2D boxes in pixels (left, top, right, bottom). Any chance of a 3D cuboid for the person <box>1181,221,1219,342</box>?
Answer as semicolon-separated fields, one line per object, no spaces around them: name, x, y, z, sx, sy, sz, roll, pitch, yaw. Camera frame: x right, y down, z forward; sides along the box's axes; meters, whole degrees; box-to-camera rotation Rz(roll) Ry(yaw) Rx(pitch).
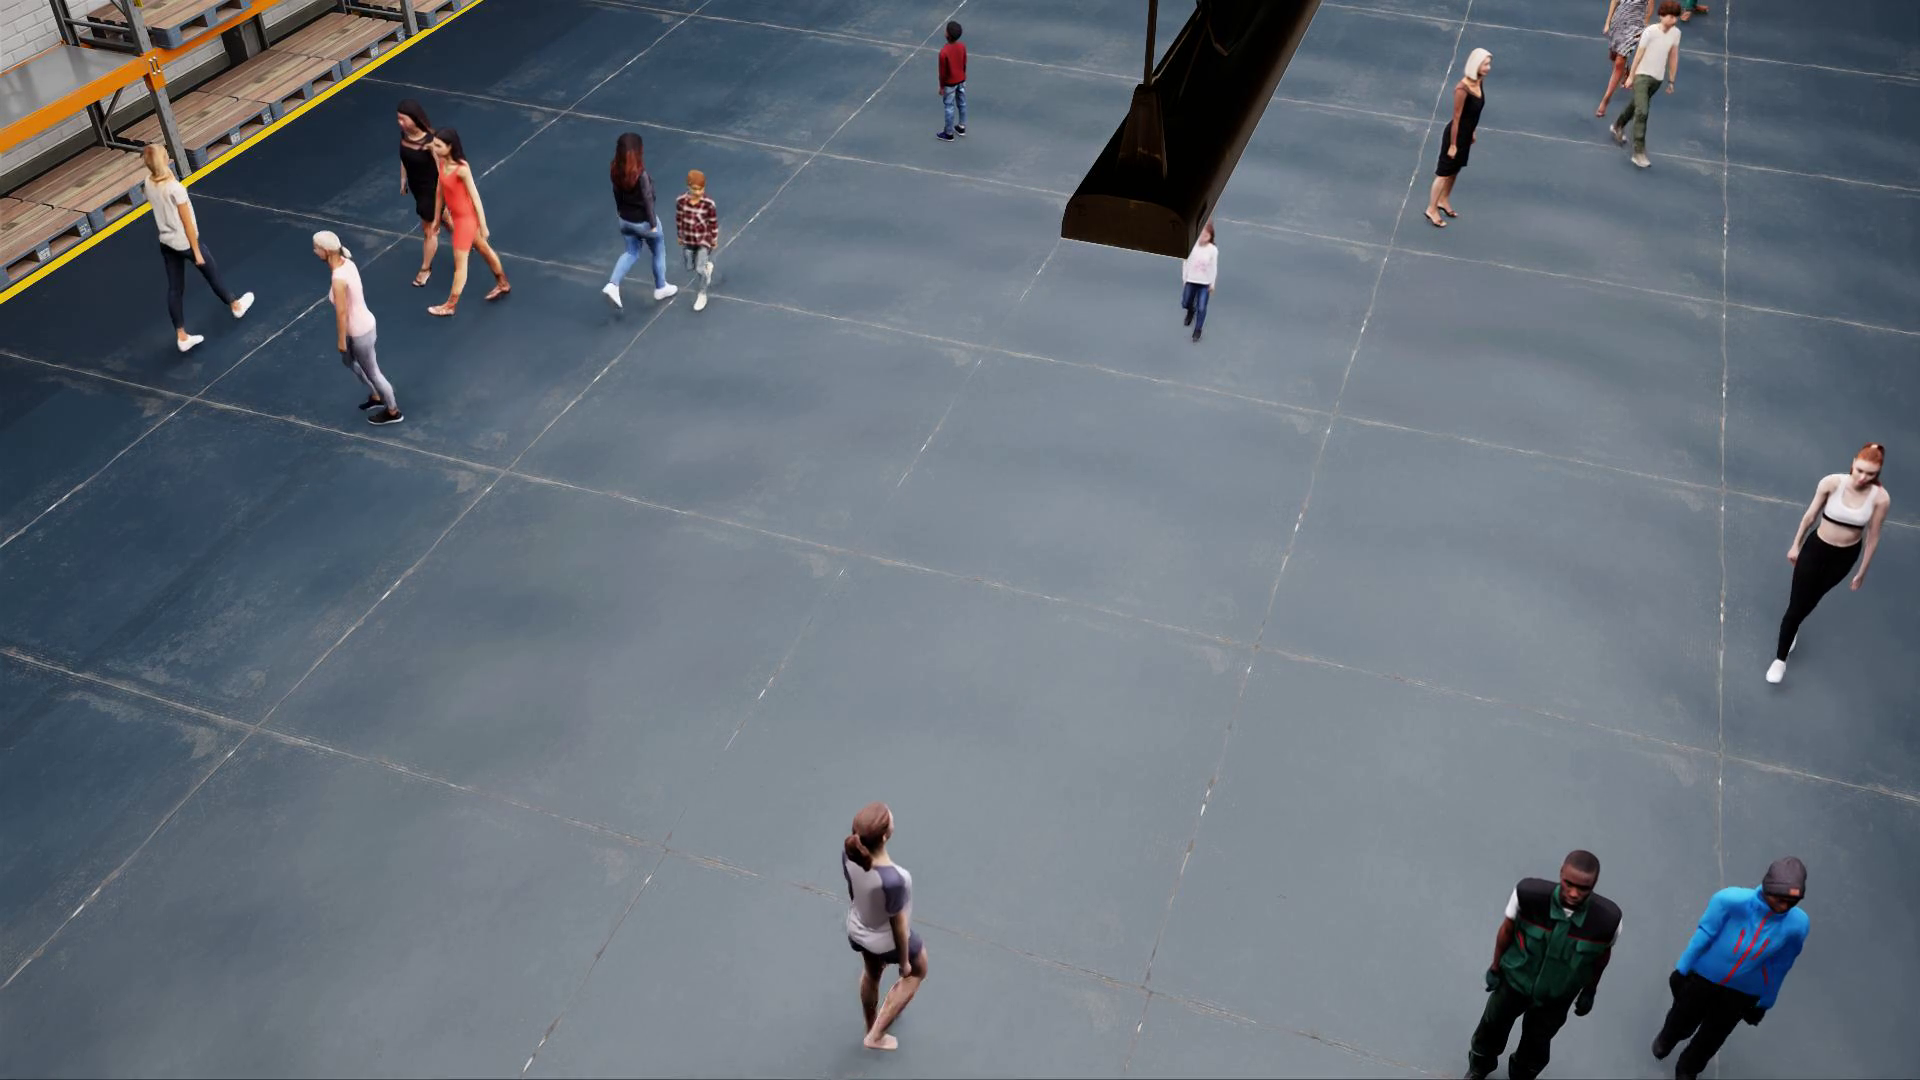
person;2.067;-2.265;14.289;0.452;1.103;0.559;11;40;13

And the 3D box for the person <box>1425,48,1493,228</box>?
person;4.709;-3.812;15.714;0.708;1.742;0.576;28;46;31

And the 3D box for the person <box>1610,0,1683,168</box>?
person;6.979;-4.721;16.960;0.969;1.607;1.212;-7;39;-8

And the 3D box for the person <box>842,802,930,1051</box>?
person;-0.457;2.026;8.395;0.693;1.753;0.743;30;47;32

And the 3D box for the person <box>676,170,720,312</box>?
person;-2.293;-2.694;14.678;0.571;1.288;0.748;11;40;13

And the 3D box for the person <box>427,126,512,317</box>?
person;-4.239;-2.818;14.521;1.148;1.678;0.918;-30;47;-32

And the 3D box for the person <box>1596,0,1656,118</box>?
person;7.139;-5.468;17.748;0.825;1.791;1.123;26;46;29

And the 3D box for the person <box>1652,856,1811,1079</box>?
person;3.816;2.113;8.263;0.647;1.782;0.718;16;41;19

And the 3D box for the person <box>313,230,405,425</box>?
person;-4.625;-1.659;13.045;0.742;1.709;0.677;-8;39;-10

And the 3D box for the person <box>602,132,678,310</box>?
person;-2.855;-2.744;14.479;0.808;1.614;1.055;24;45;27

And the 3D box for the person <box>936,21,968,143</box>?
person;-0.065;-4.795;17.336;0.541;1.255;0.638;-28;46;-30

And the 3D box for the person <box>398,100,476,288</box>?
person;-4.697;-3.159;14.952;0.884;1.673;1.101;27;46;29

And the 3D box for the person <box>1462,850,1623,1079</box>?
person;2.853;2.148;8.174;0.668;1.839;0.589;13;40;16

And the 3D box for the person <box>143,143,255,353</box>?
person;-6.577;-2.406;13.929;0.634;1.773;1.079;14;41;17

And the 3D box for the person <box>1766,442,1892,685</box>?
person;5.687;0.059;10.884;0.655;1.721;0.988;16;41;19
